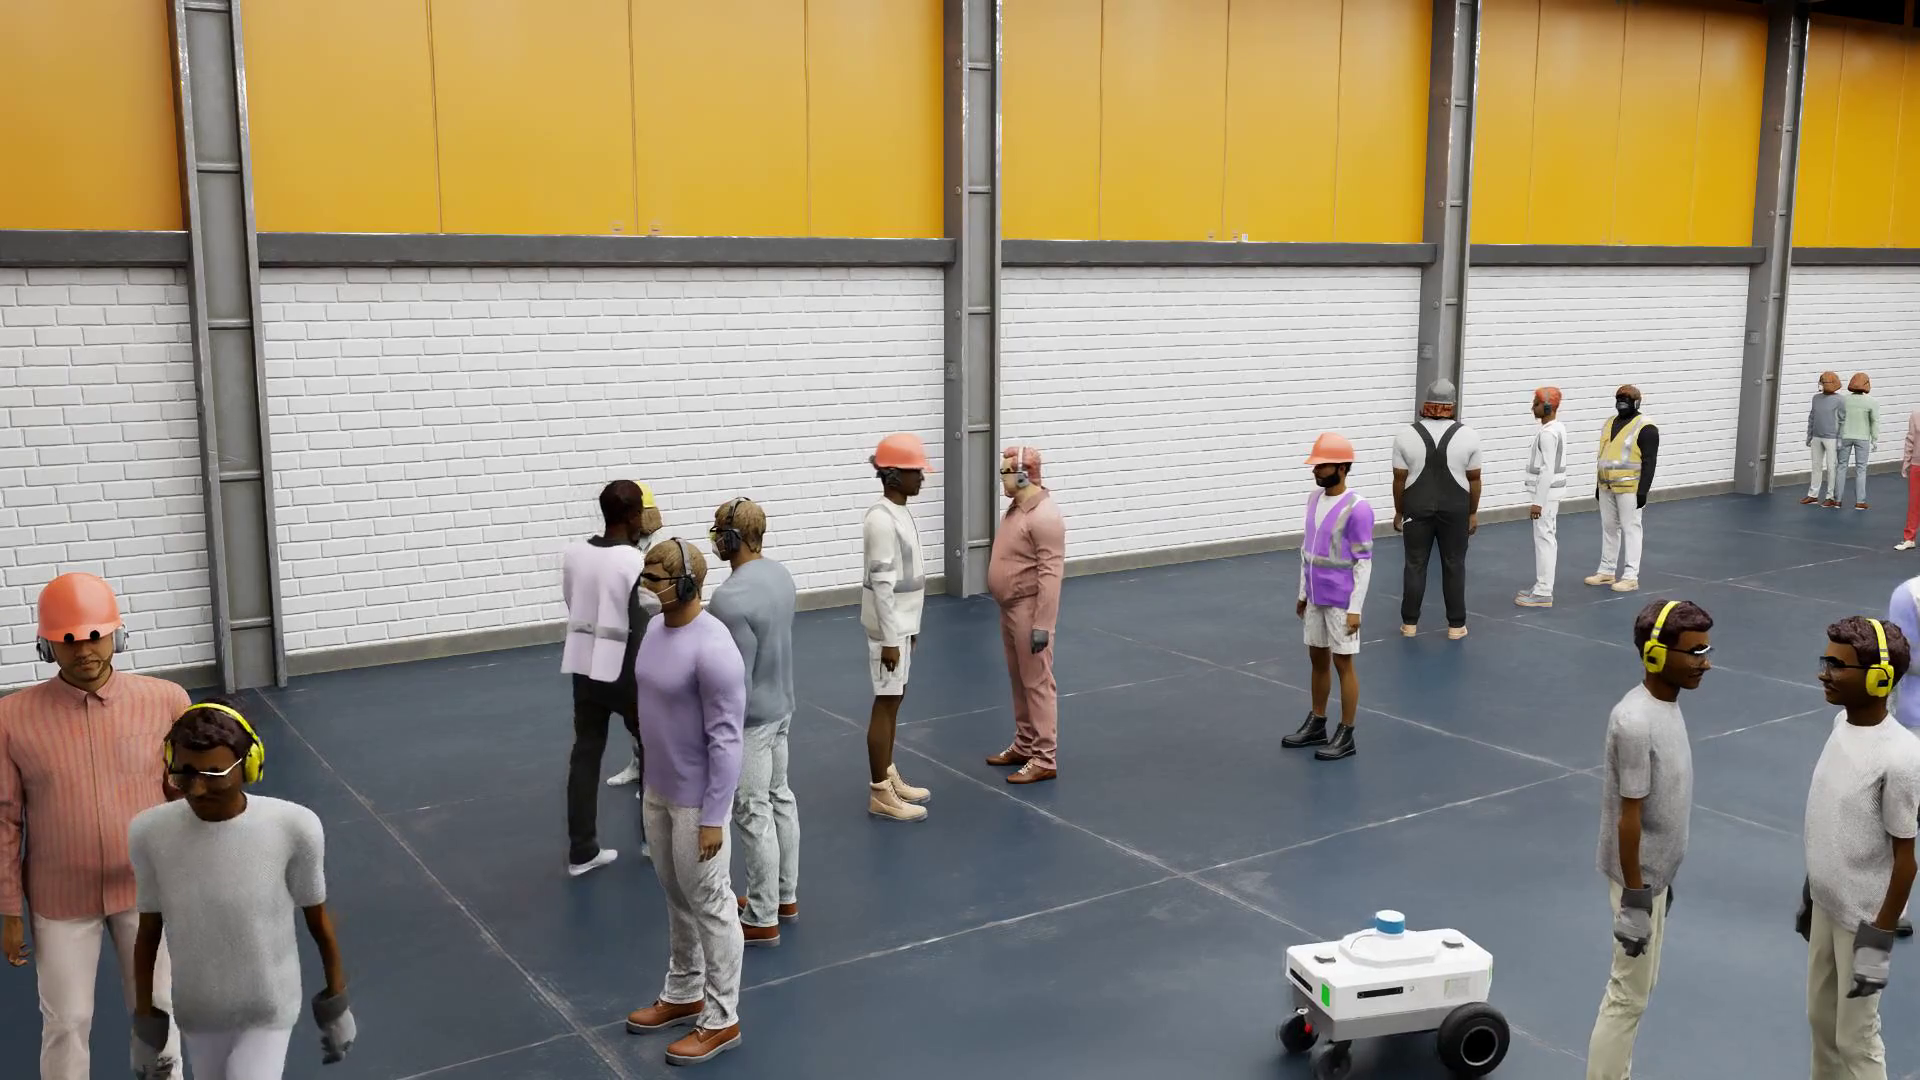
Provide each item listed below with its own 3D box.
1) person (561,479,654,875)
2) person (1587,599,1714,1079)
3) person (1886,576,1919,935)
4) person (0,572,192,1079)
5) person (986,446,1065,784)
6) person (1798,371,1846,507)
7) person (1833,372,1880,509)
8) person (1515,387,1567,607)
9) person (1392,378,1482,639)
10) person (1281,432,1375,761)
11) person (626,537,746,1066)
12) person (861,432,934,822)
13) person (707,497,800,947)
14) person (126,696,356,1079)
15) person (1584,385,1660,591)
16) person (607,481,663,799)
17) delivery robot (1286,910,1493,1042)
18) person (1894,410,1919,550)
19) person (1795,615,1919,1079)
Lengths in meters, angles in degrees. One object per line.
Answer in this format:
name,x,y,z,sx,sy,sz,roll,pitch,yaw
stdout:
person,-1.632,0.647,8.082,0.620,1.888,0.778,5,11,30
person,2.230,1.105,5.378,0.313,1.866,0.538,6,11,30
person,4.274,0.793,7.117,0.578,1.911,0.467,1,10,7
person,-2.651,1.079,5.145,0.614,1.994,0.381,-7,12,-36
person,0.355,0.416,9.411,0.403,1.904,0.651,-3,10,-15
person,10.435,-1.216,20.060,0.283,1.633,0.498,-4,10,-21
person,10.675,-1.181,19.846,0.509,1.632,0.269,8,12,40
person,4.983,-0.368,14.214,0.355,1.880,0.576,4,10,24
person,3.724,-0.251,13.018,0.674,2.000,0.535,3,10,18
person,2.179,0.330,9.826,0.369,1.939,0.542,-4,10,-25
person,-1.010,0.944,6.125,0.370,1.941,0.627,-6,11,-34
person,-0.326,0.449,8.790,0.381,2.045,0.605,1,9,6
person,-0.893,0.775,7.142,0.355,1.937,0.634,3,10,15
person,-1.957,1.267,4.550,0.546,1.828,0.882,0,9,-3
person,5.930,-0.470,14.926,0.429,1.846,0.633,-3,10,-20
person,-1.767,0.541,9.146,0.295,1.744,0.492,-8,12,-38
delivery robot,1.560,1.597,6.068,0.707,0.478,0.477,-3,10,-15
person,9.804,-0.744,16.814,0.315,1.770,0.524,-7,12,-38
person,2.706,1.149,5.099,0.329,1.872,0.510,1,9,4
